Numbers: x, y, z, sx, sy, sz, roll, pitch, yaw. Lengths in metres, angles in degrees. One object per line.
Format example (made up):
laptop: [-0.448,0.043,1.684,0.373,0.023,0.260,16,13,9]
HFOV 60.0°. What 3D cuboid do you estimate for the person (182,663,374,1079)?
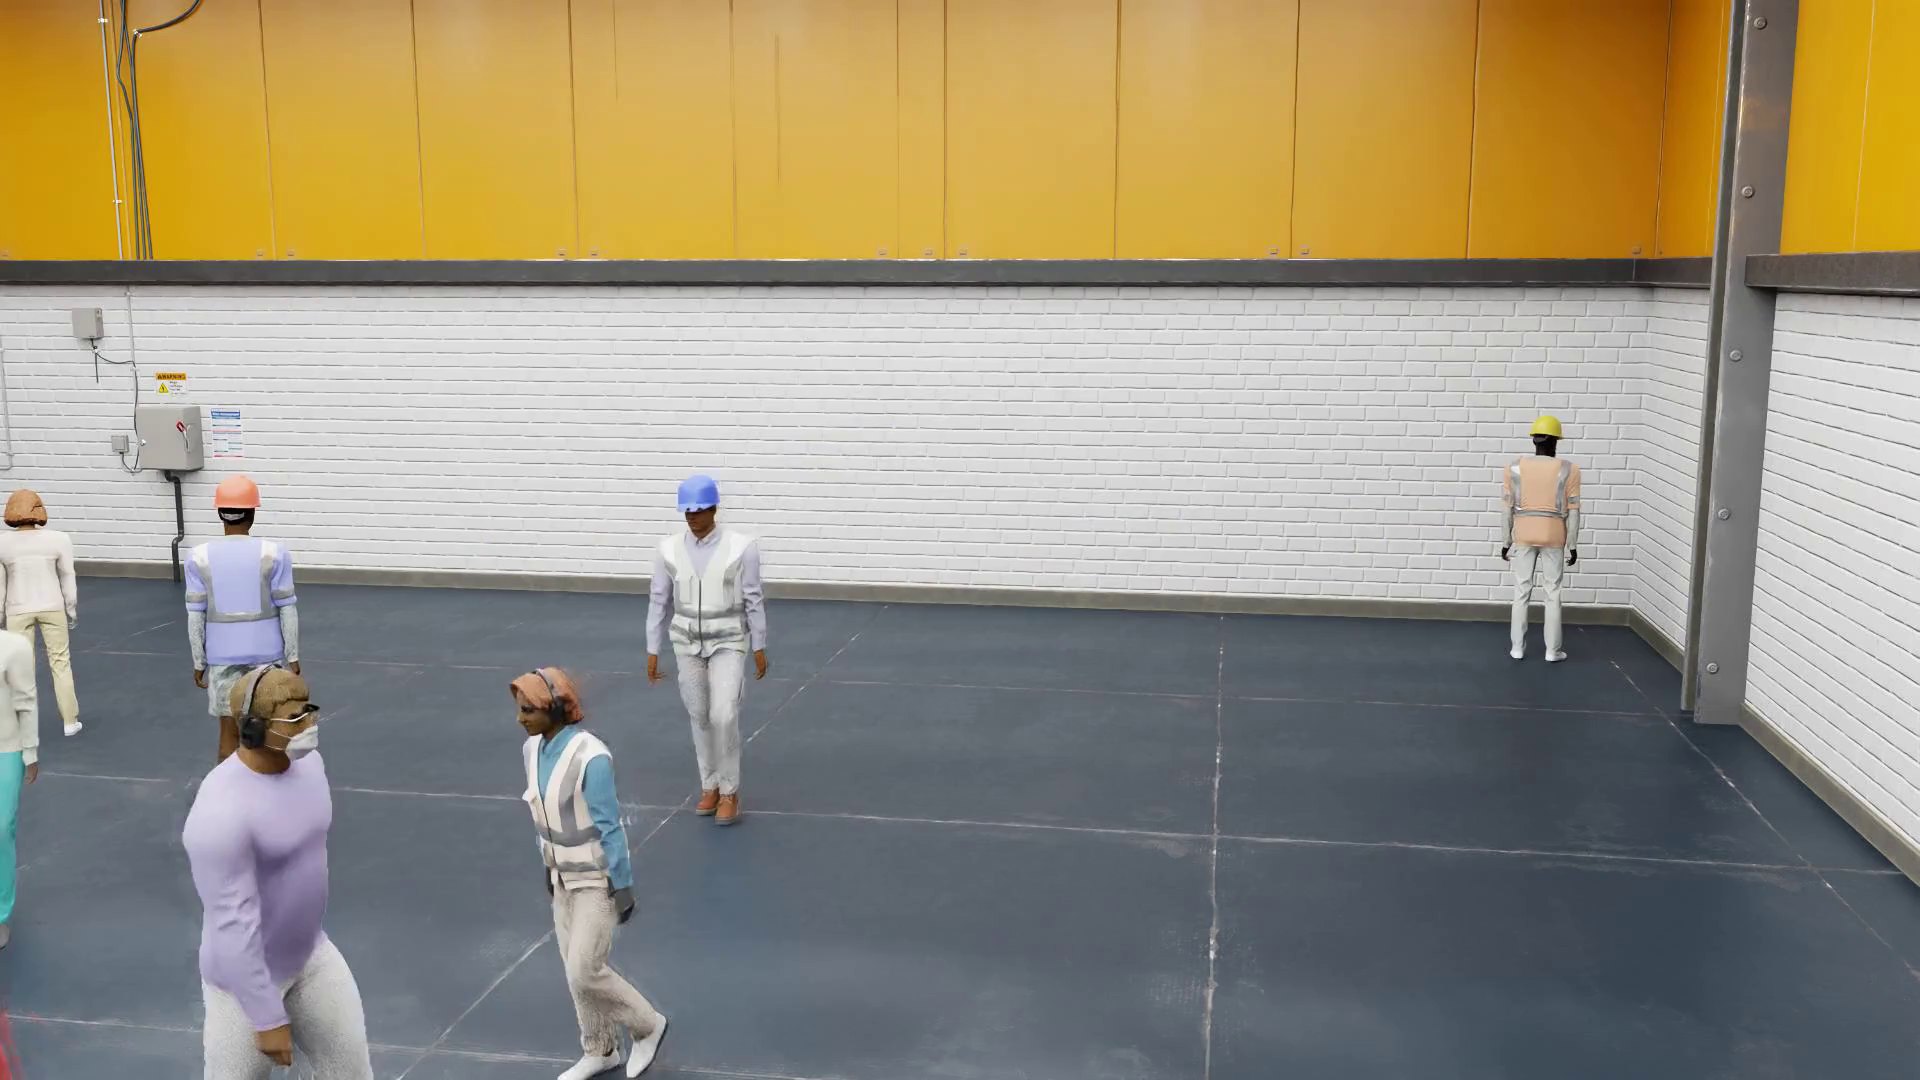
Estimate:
person: [-1.980,1.295,4.974,0.970,1.887,0.638,2,9,11]

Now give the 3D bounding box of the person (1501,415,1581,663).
person: [4.496,-0.004,12.896,0.585,1.920,0.382,5,10,28]

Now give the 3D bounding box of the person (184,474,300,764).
person: [-3.888,0.609,9.057,0.552,1.934,0.373,-3,10,-16]

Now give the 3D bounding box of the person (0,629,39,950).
person: [-4.464,0.948,7.596,0.526,1.743,0.668,-2,10,-15]

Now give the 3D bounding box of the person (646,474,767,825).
person: [-1.418,0.604,9.105,0.658,1.926,0.633,2,9,10]

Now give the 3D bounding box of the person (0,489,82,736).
person: [-5.986,0.485,10.762,0.501,1.631,0.285,-5,10,-29]

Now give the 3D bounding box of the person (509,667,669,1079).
person: [-1.385,1.246,6.107,0.435,1.611,0.535,-8,12,-42]
